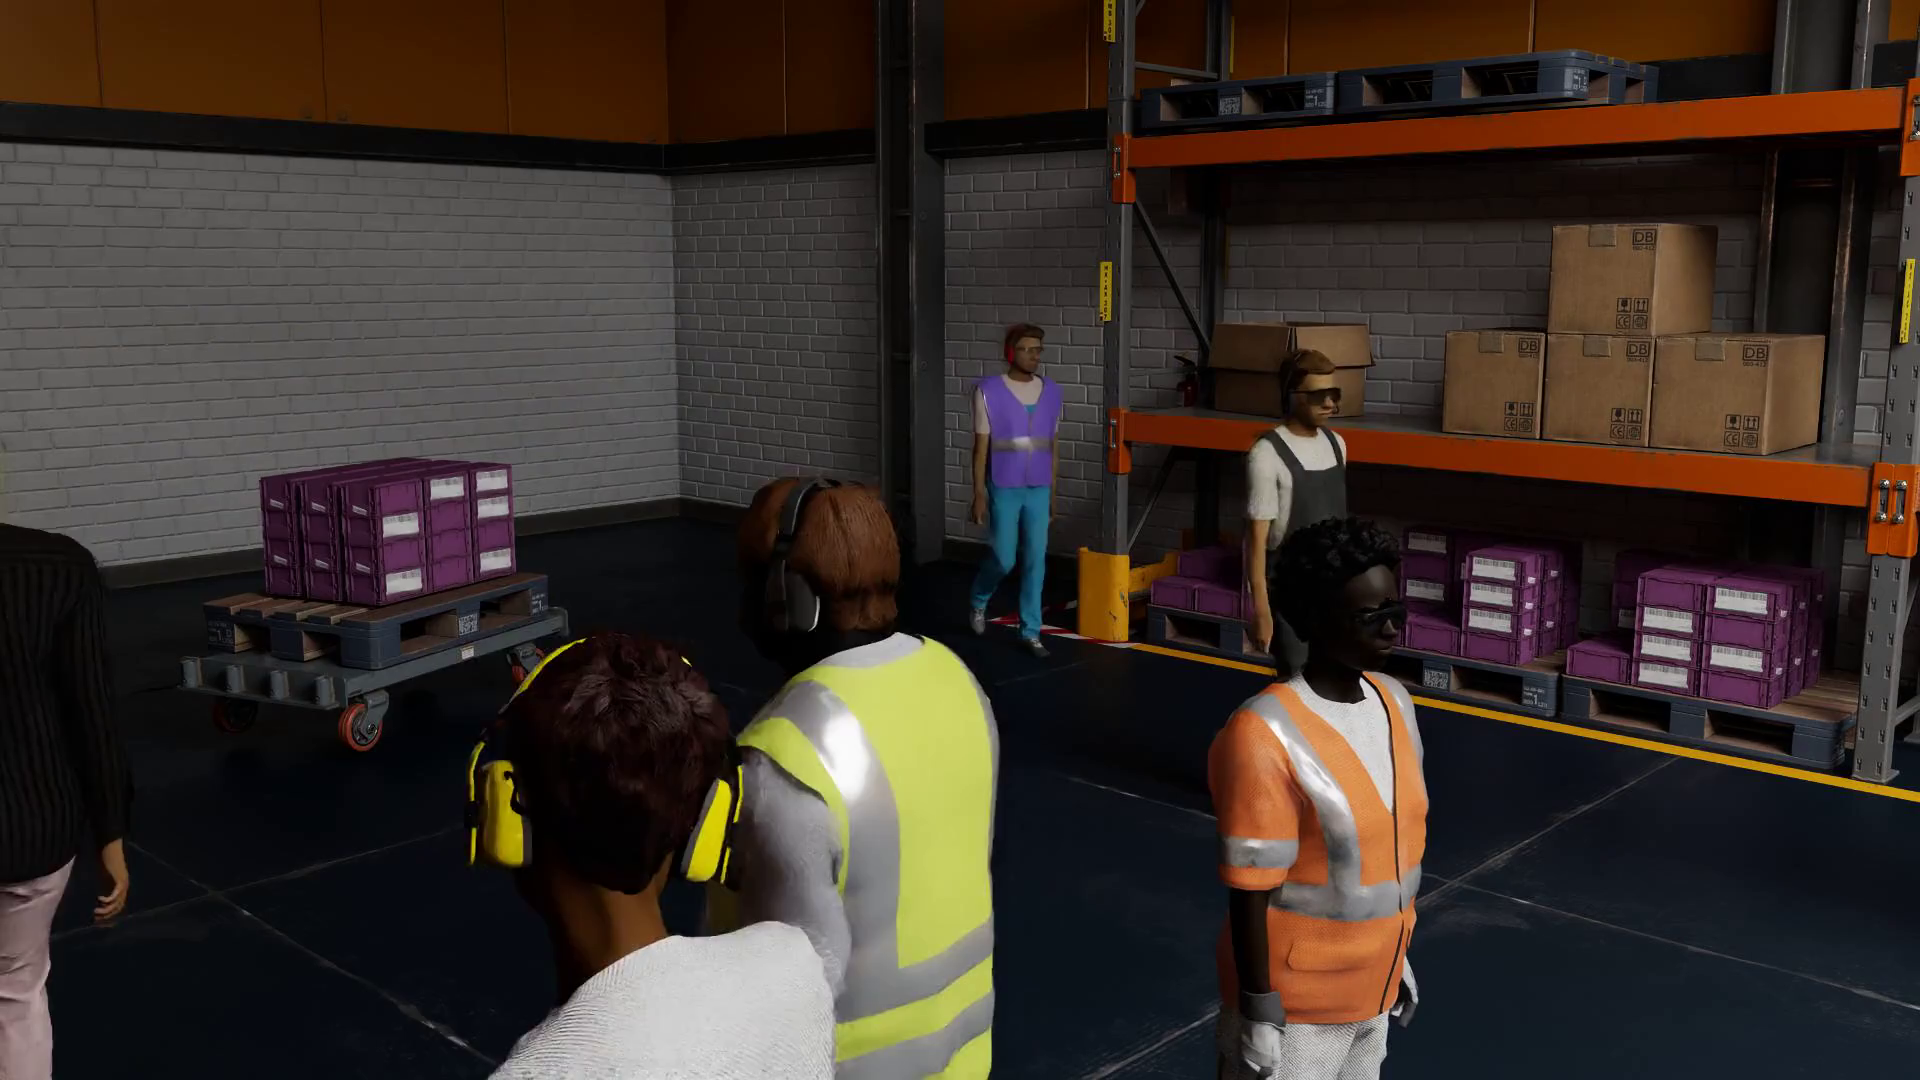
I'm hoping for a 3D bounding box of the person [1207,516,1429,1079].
[{"bbox_3d":[0.646,0.796,2.982,0.319,1.697,0.533,9,13,43],"label":"person"}]

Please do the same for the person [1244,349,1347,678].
[{"bbox_3d":[1.232,0.204,6.196,0.533,1.832,0.633,-8,12,-40],"label":"person"}]

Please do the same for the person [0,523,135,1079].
[{"bbox_3d":[-1.996,0.618,3.346,0.627,1.950,0.980,-8,13,-42],"label":"person"}]

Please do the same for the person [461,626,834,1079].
[{"bbox_3d":[-0.272,0.982,1.531,0.979,1.808,0.504,6,11,32],"label":"person"}]

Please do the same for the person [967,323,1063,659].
[{"bbox_3d":[0.294,-0.285,9.194,0.578,1.828,0.620,-5,10,-27],"label":"person"}]

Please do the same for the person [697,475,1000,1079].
[{"bbox_3d":[-0.211,0.810,2.511,0.564,1.824,0.623,5,11,30],"label":"person"}]
